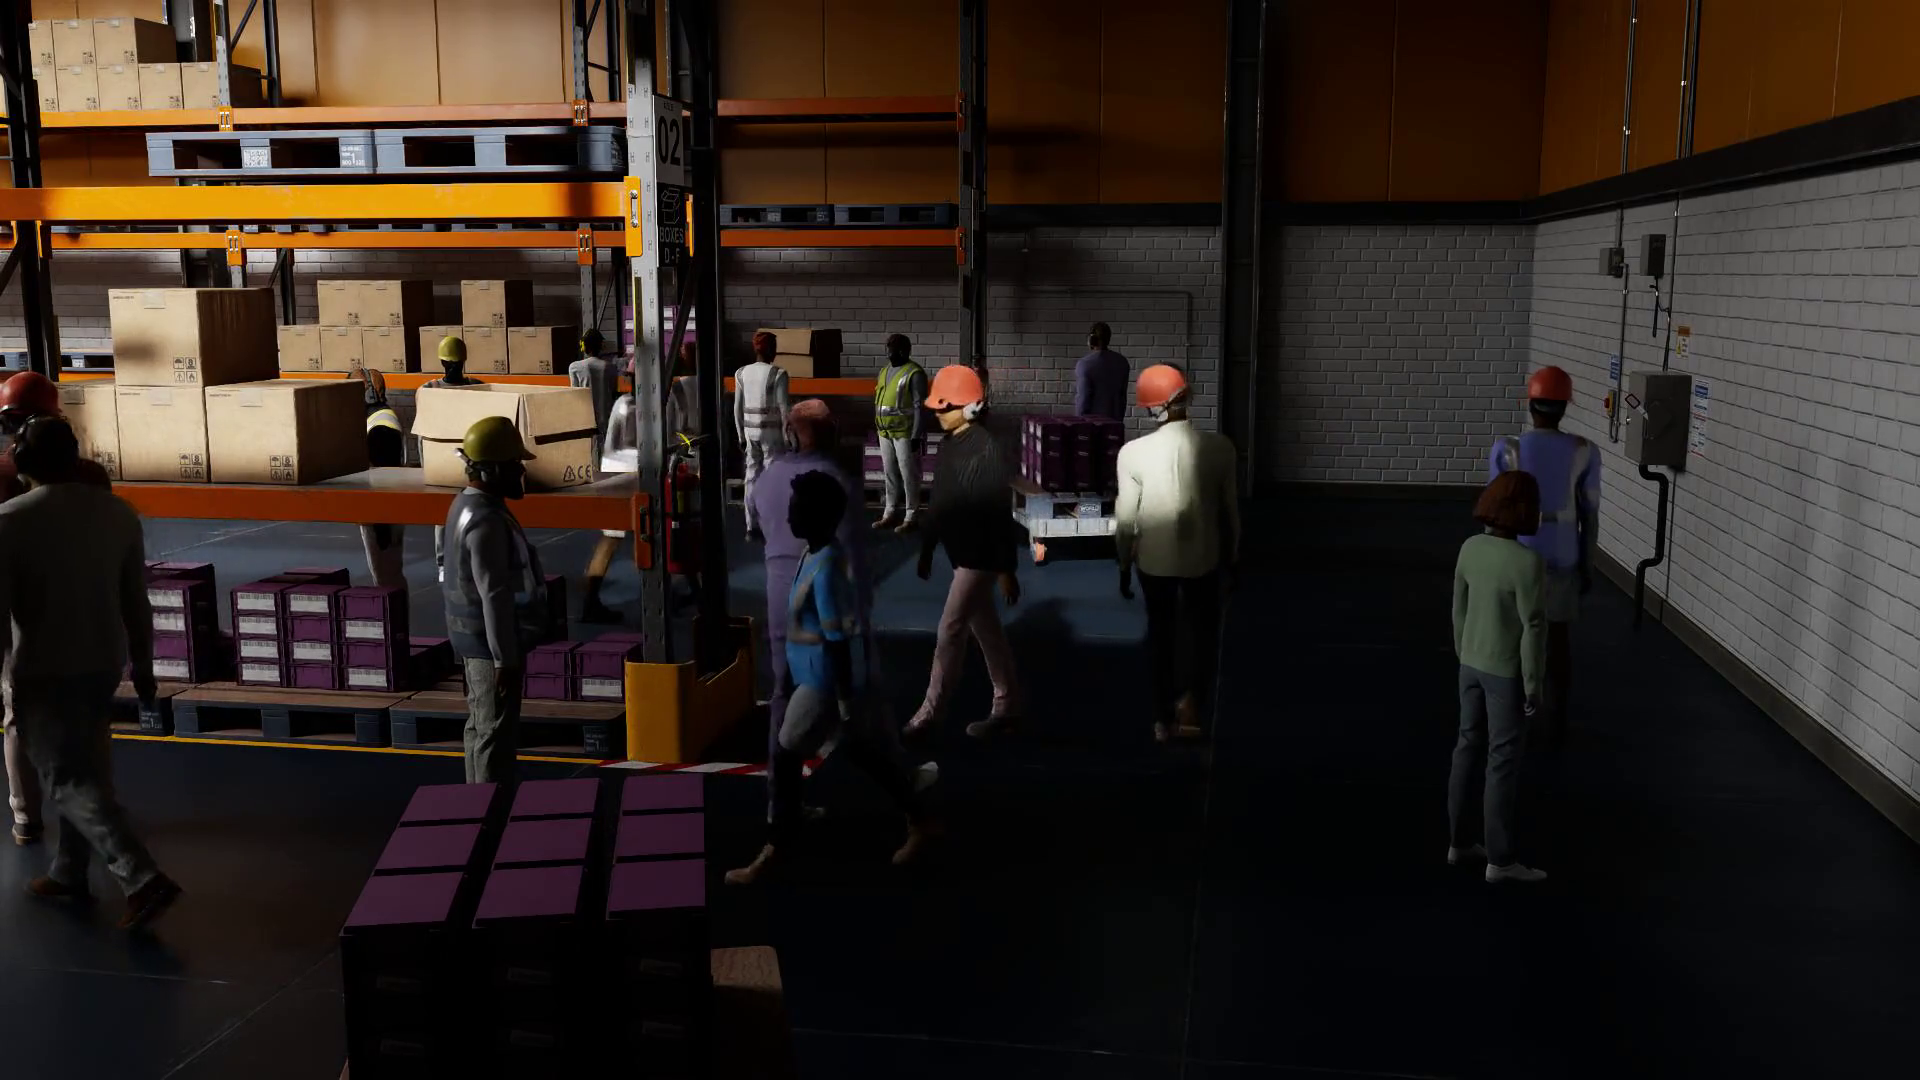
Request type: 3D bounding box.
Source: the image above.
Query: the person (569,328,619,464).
[{"bbox_3d":[-3.592,-1.141,16.344,0.503,1.861,0.328,-5,10,-28],"label":"person"}]

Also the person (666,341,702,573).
[{"bbox_3d":[-2.148,-0.652,13.263,0.599,1.867,0.427,-8,12,-42],"label":"person"}]

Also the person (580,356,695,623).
[{"bbox_3d":[-2.216,-0.360,11.453,0.911,1.873,0.563,-2,9,-14],"label":"person"}]

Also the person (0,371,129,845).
[{"bbox_3d":[-3.860,0.290,7.029,0.615,1.994,0.381,-4,10,-22],"label":"person"}]

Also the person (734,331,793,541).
[{"bbox_3d":[-1.739,-0.916,14.854,0.583,1.882,0.338,5,10,28],"label":"person"}]

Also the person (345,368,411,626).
[{"bbox_3d":[-3.557,-0.132,10.153,0.429,1.836,0.625,-4,10,-22],"label":"person"}]

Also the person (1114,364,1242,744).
[{"bbox_3d":[1.096,0.094,8.367,0.645,1.952,0.670,1,9,9],"label":"person"}]

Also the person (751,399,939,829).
[{"bbox_3d":[-0.555,0.307,7.377,0.667,1.855,0.915,7,11,36],"label":"person"}]

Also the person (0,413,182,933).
[{"bbox_3d":[-3.202,0.489,6.096,0.884,1.905,0.638,4,10,21],"label":"person"}]

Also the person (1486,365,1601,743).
[{"bbox_3d":[2.974,0.074,8.546,0.551,1.935,0.372,2,9,13],"label":"person"}]

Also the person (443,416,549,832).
[{"bbox_3d":[-1.884,0.409,6.792,0.404,1.830,0.599,-4,10,-24],"label":"person"}]

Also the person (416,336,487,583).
[{"bbox_3d":[-3.899,-0.619,12.923,0.581,1.919,0.393,-6,11,-32],"label":"person"}]

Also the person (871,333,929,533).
[{"bbox_3d":[-0.576,-0.990,15.431,0.429,1.846,0.633,-8,12,-41],"label":"person"}]

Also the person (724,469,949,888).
[{"bbox_3d":[-0.462,0.538,6.550,0.880,1.658,0.521,0,9,-3],"label":"person"}]

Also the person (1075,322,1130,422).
[{"bbox_3d":[1.330,-1.105,15.859,0.631,1.940,0.372,-7,12,-37],"label":"person"}]

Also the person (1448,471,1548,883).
[{"bbox_3d":[2.146,0.536,6.620,0.287,1.631,0.501,-3,10,-19],"label":"person"}]

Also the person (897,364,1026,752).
[{"bbox_3d":[-0.042,0.093,8.368,0.926,1.940,0.758,-4,10,-21],"label":"person"}]
